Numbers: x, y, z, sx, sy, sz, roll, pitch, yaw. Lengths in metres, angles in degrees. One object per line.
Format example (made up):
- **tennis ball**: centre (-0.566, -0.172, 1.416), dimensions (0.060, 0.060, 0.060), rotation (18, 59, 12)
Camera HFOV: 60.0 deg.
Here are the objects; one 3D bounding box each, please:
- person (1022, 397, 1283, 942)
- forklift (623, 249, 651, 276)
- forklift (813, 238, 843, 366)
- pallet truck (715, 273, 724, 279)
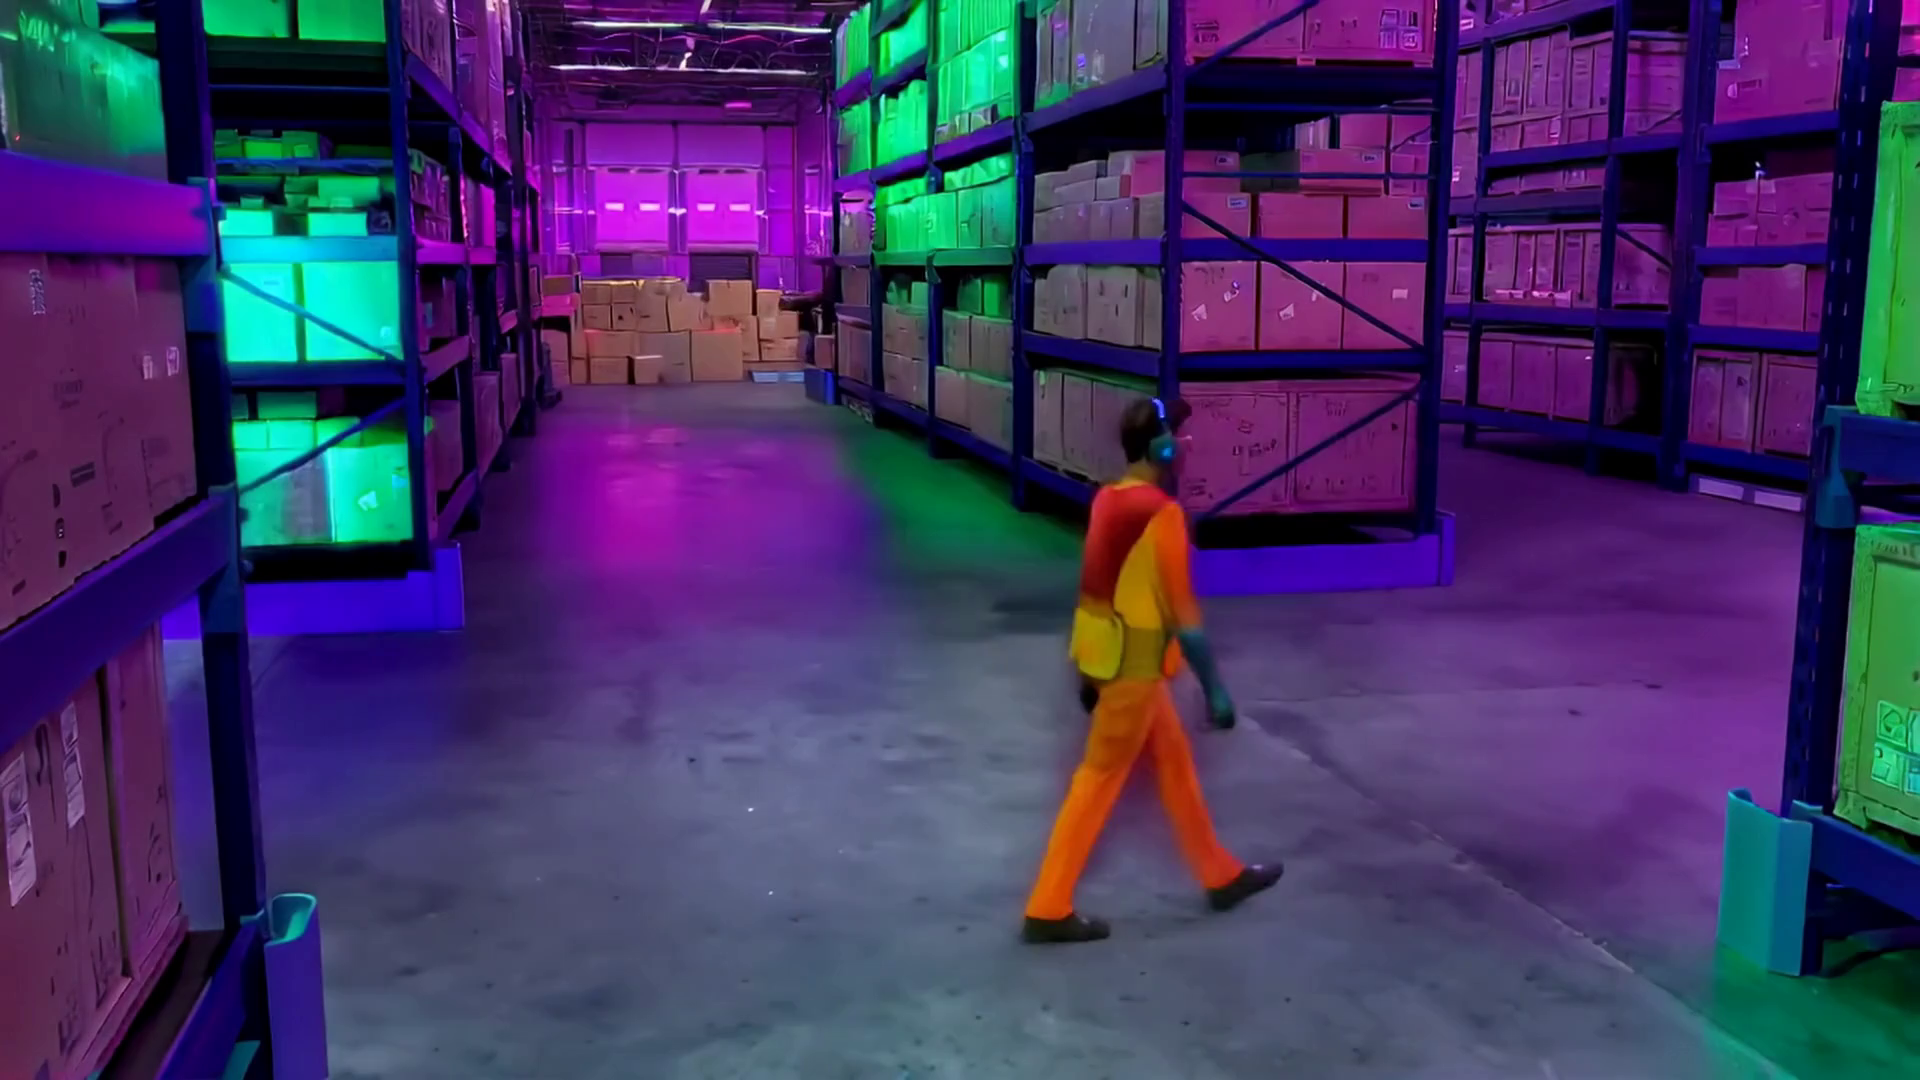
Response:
- **person**: centre (0.641, 0.433, 5.491), dimensions (0.976, 1.794, 0.572), rotation (-1, 9, -9)
- **forklift**: centre (-11.048, -8.569, 57.054), dimensions (1.129, 2.768, 1.873), rotation (-8, 12, -39)
- **forklift**: centre (-2.263, -5.015, 35.392), dimensions (1.129, 2.768, 1.873), rotation (-5, 11, -28)
- **pallet truck**: centre (-8.580, -8.986, 62.280), dimensions (1.885, 1.965, 0.823), rotation (1, 9, 5)
